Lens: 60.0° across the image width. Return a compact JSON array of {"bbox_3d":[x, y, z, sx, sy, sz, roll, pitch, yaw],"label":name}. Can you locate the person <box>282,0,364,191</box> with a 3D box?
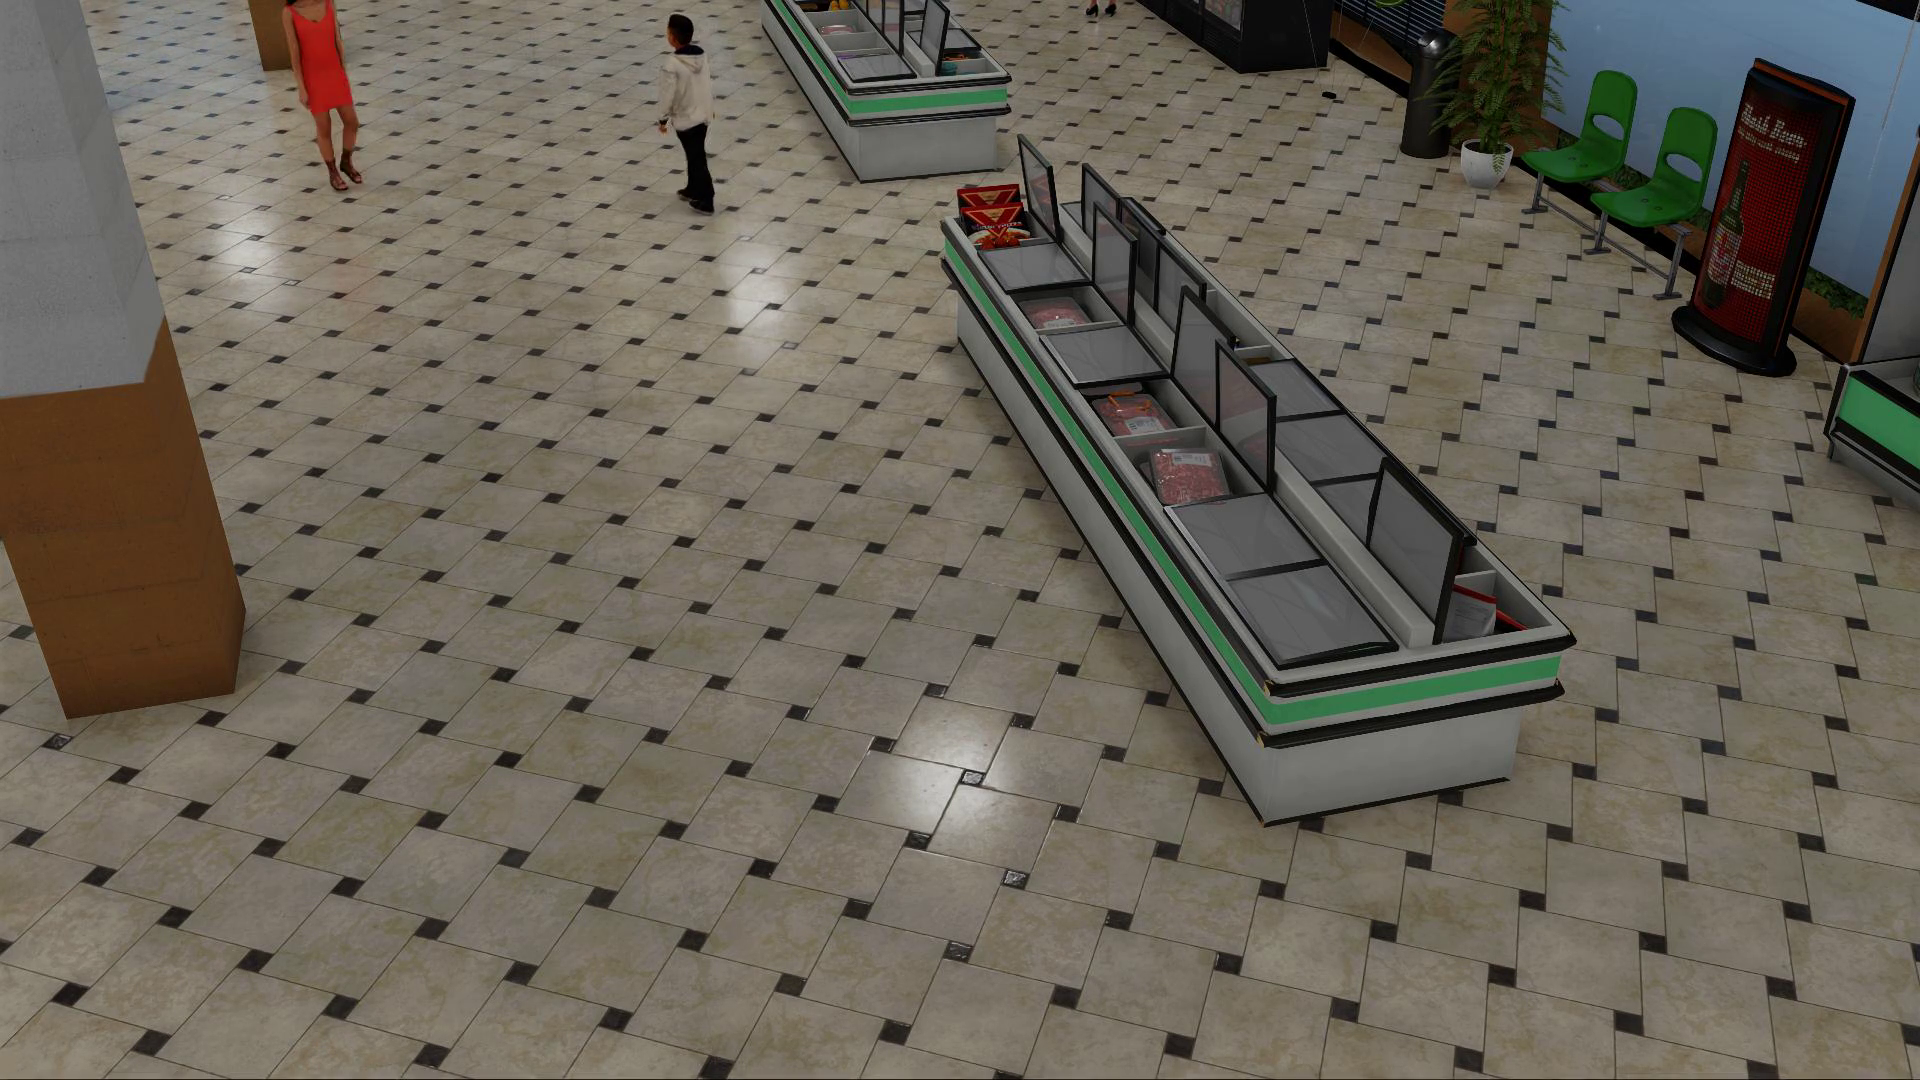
[{"bbox_3d":[-4.861,-3.500,12.580,0.686,1.706,0.698,-22,38,-32],"label":"person"}]

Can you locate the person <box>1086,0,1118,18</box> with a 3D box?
[{"bbox_3d":[1.491,-6.206,16.962,0.711,1.671,0.655,-4,32,-7],"label":"person"}]

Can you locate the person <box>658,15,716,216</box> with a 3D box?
[{"bbox_3d":[-1.910,-3.084,12.161,0.853,1.443,0.792,20,37,28],"label":"person"}]
